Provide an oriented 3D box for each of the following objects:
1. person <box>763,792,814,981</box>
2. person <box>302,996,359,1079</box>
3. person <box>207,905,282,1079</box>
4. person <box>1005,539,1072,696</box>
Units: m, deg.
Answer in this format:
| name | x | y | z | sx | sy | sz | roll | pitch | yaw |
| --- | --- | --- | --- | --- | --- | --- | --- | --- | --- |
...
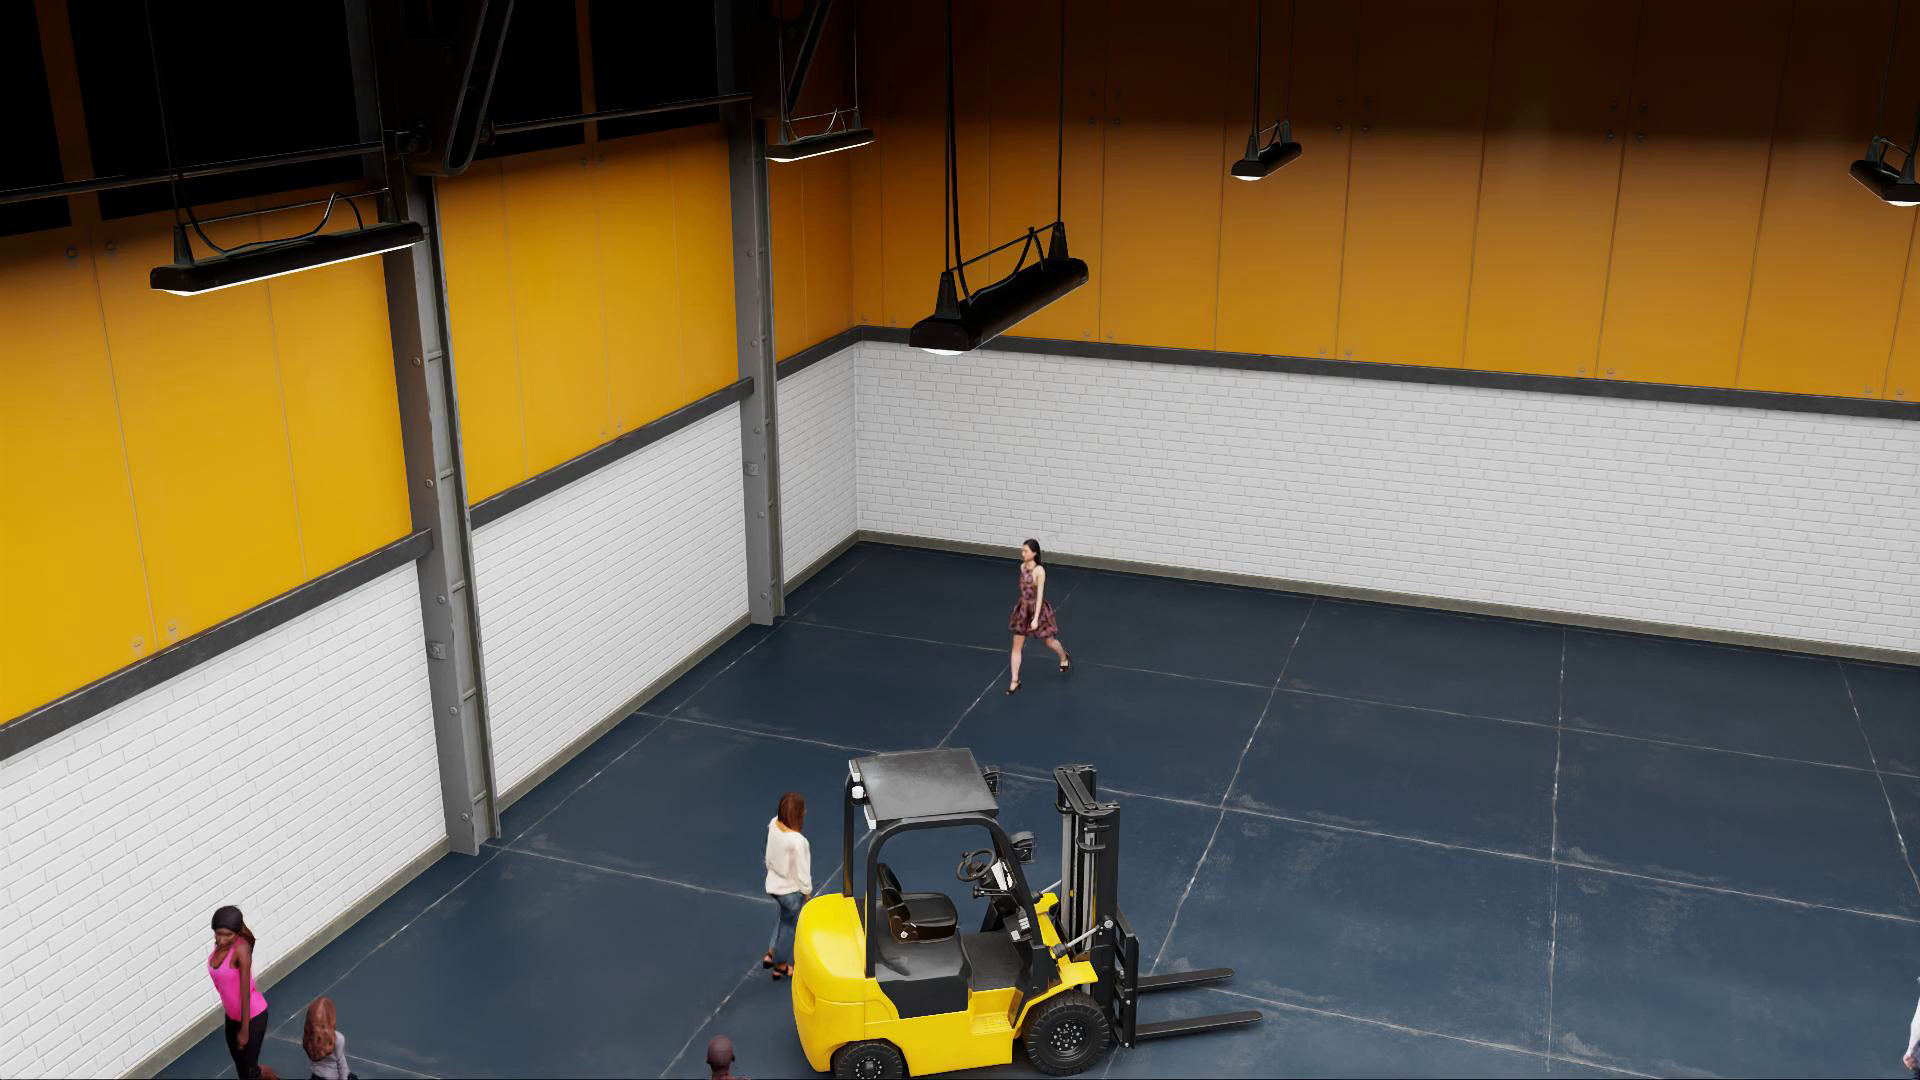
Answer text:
| name | x | y | z | sx | sy | sz | roll | pitch | yaw |
| --- | --- | --- | --- | --- | --- | --- | --- | --- | --- |
| person | -1.407 | 2.703 | 12.788 | 0.793 | 1.660 | 0.757 | -14 | 23 | -36 |
| person | -4.245 | 3.580 | 11.099 | 0.500 | 1.076 | 0.769 | 6 | 20 | 17 |
| person | -4.774 | 3.204 | 11.214 | 0.767 | 1.714 | 0.739 | -14 | 23 | -36 |
| person | 0.874 | 0.837 | 18.211 | 1.269 | 1.735 | 1.014 | -16 | 24 | -39 |
